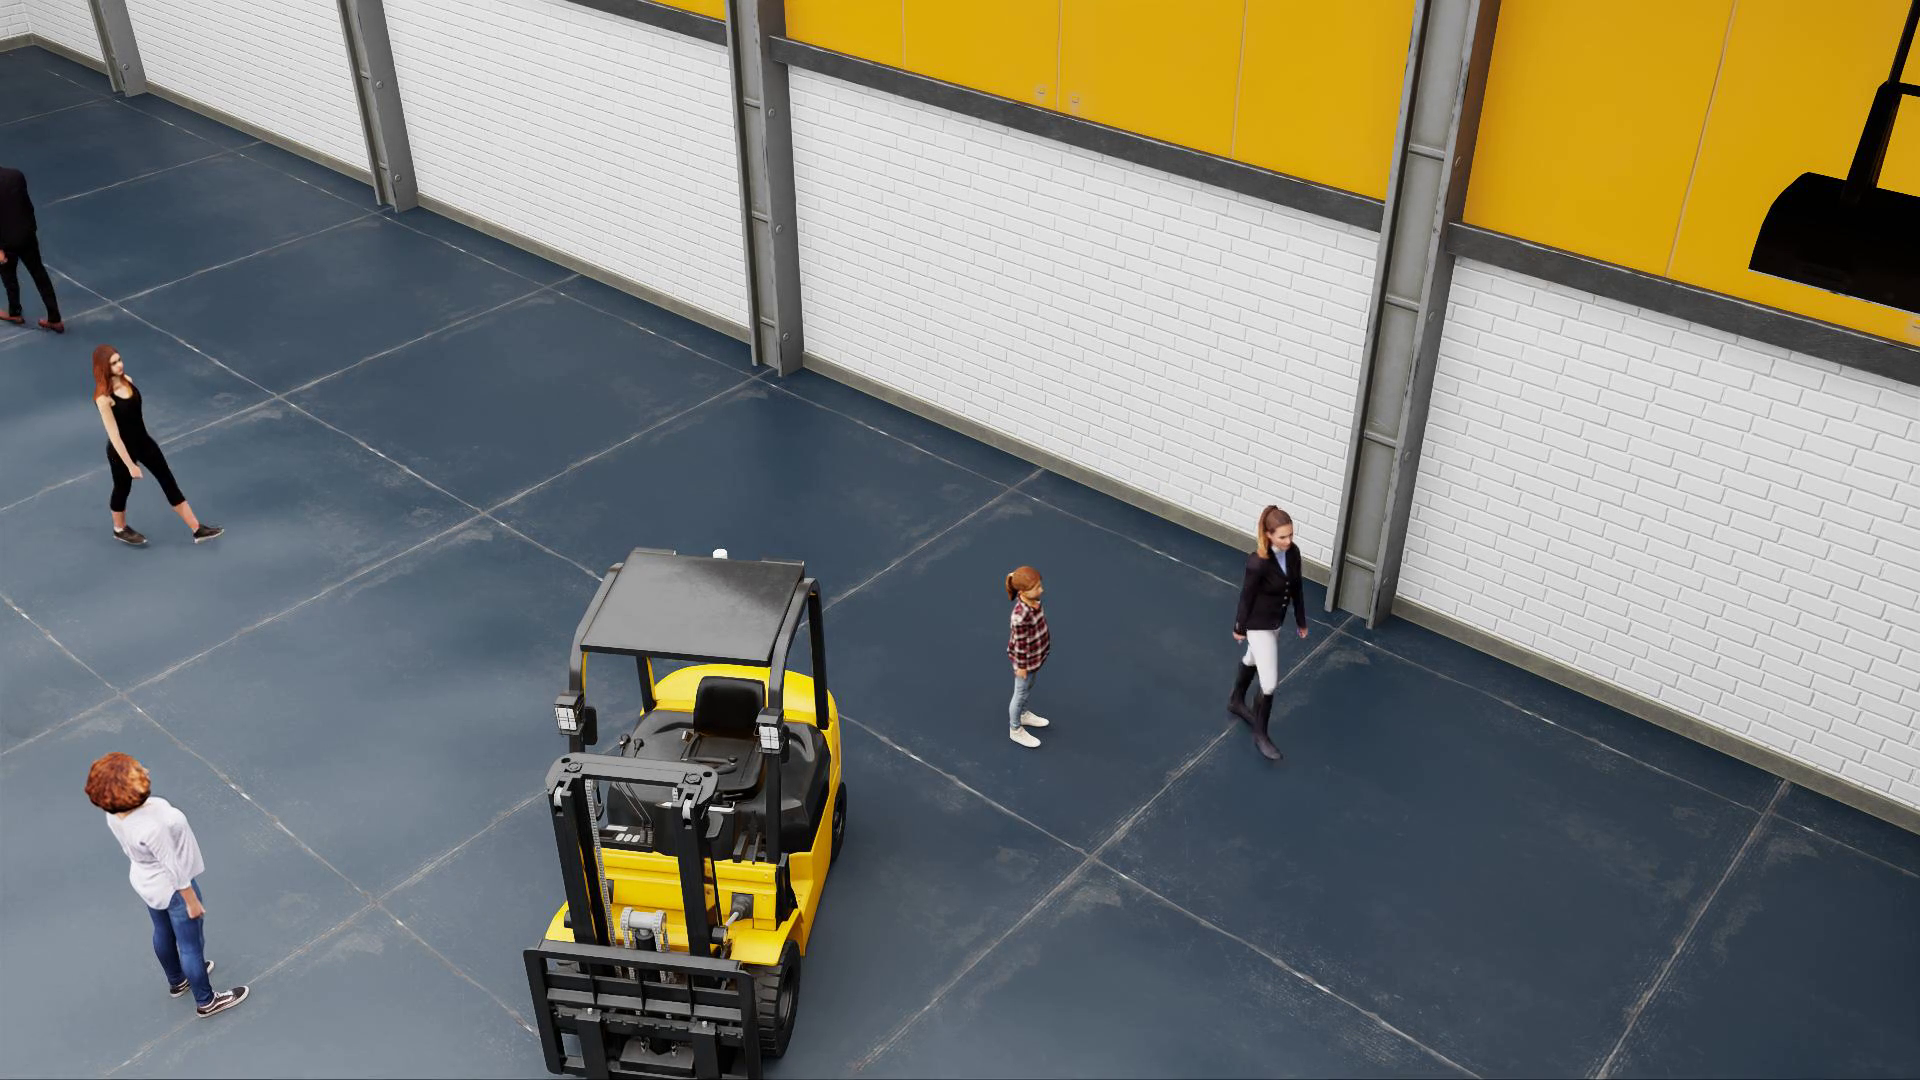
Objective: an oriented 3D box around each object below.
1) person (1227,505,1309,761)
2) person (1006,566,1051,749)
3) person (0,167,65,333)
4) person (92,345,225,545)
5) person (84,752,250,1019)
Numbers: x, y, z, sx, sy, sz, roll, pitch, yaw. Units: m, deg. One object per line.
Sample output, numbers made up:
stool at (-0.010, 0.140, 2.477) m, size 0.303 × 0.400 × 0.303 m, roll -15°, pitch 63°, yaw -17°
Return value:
person at (1.885, 0.497, 10.655) m, size 0.667 × 1.710 × 0.889 m, roll -25°, pitch 41°, yaw -33°
person at (0.420, 0.720, 10.684) m, size 0.621 × 1.305 × 0.602 m, roll 11°, pitch 35°, yaw 15°
person at (-8.727, -2.799, 15.480) m, size 1.074 × 1.858 × 0.900 m, roll 14°, pitch 36°, yaw 20°
person at (-6.269, -0.665, 12.430) m, size 1.210 × 1.680 × 0.937 m, roll 7°, pitch 34°, yaw 11°
person at (-4.184, 1.792, 8.704) m, size 0.548 × 1.713 × 0.698 m, roll 23°, pitch 40°, yaw 30°
